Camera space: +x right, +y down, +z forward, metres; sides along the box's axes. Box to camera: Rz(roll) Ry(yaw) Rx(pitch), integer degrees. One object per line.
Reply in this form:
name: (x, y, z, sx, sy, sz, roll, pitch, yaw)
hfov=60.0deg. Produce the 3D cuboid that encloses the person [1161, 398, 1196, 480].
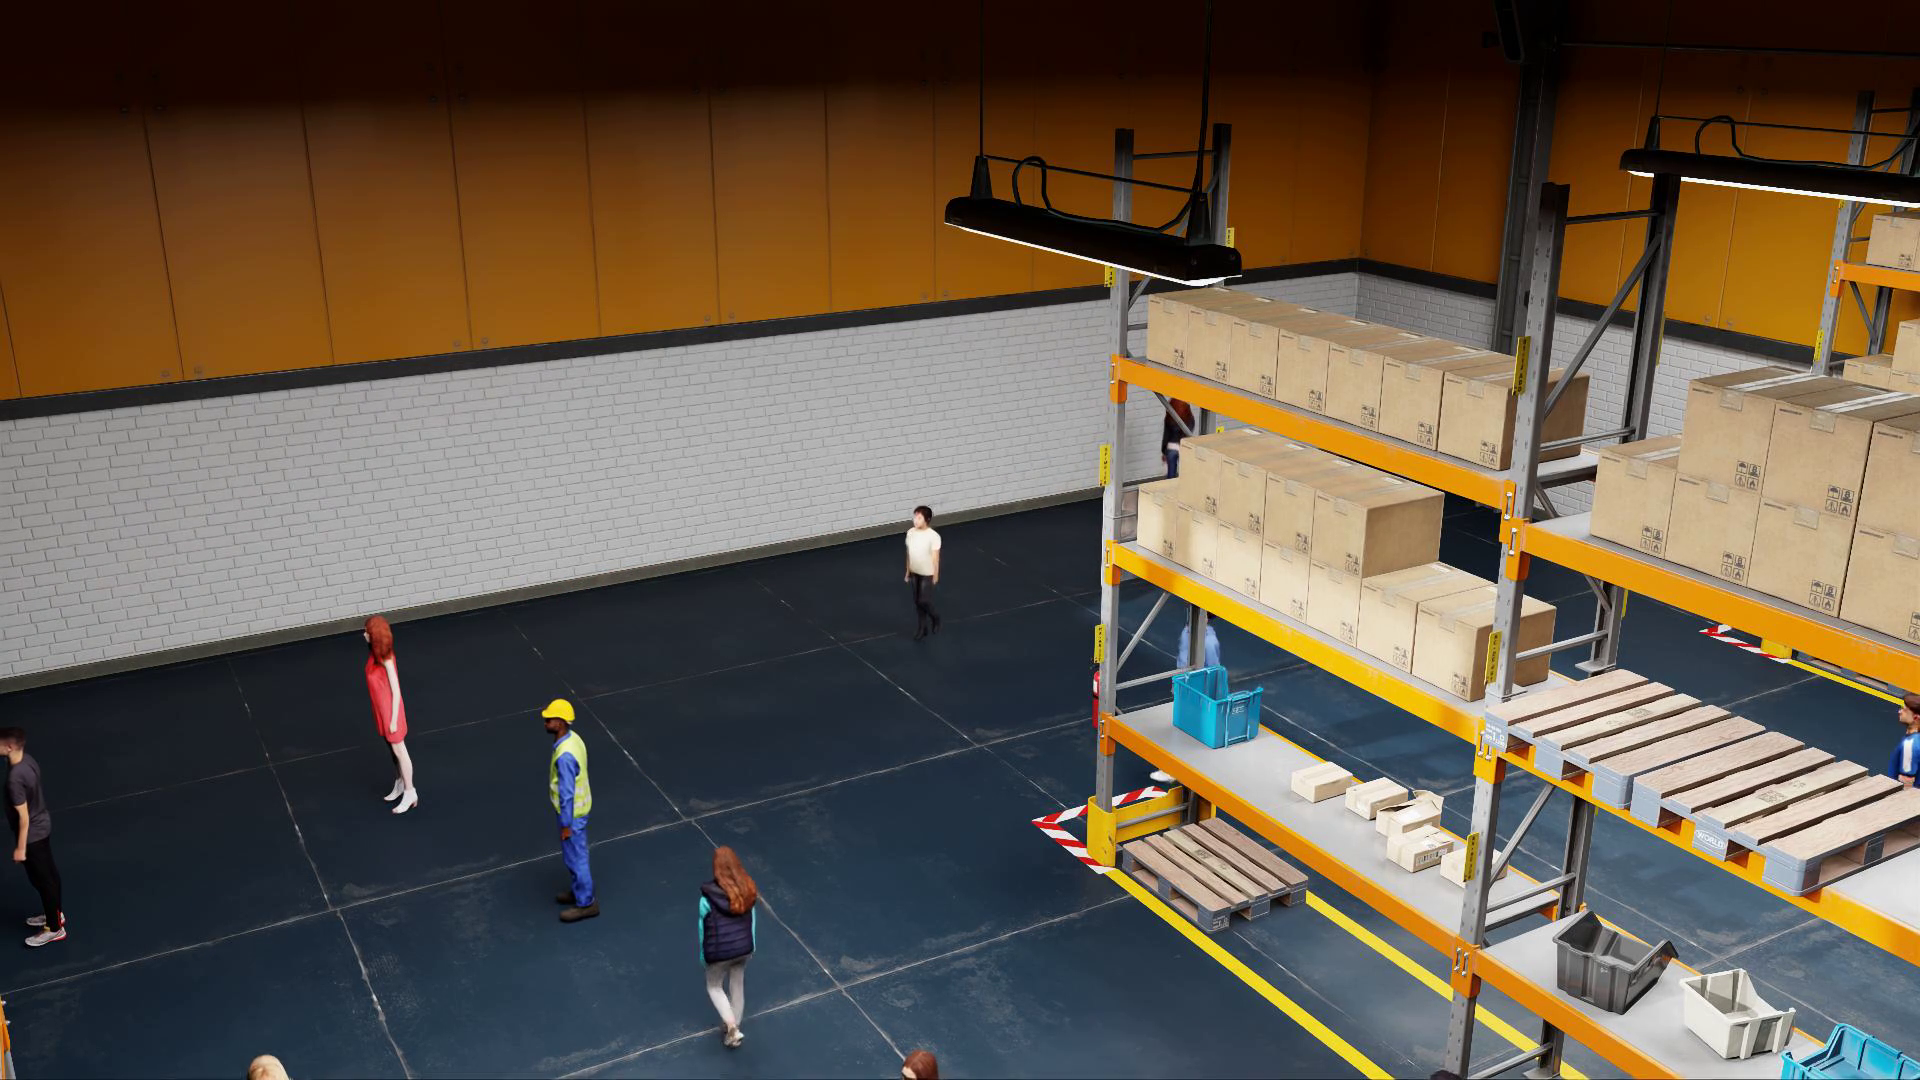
person: (2.943, -1.108, 22.583, 1.014, 1.751, 1.096, 4, 19, 13)

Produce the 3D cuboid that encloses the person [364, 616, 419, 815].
person: (-5.025, 1.521, 14.661, 0.660, 1.826, 0.453, -12, 22, -31)

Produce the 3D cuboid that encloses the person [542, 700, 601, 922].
person: (-3.031, 2.089, 12.996, 0.800, 1.812, 0.630, -4, 19, -11)

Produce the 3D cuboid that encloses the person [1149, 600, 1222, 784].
person: (2.260, 1.351, 15.235, 0.850, 1.782, 1.029, -7, 20, -21)

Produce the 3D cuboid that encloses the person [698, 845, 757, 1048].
person: (-1.554, 2.823, 11.326, 0.566, 1.486, 0.624, -11, 22, -30)

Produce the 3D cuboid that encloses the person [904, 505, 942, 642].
person: (-0.374, 0.354, 18.511, 0.661, 1.580, 0.747, 15, 24, 38)

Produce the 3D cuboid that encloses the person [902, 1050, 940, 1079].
person: (-0.184, 3.490, 8.966, 0.553, 1.728, 0.690, 15, 24, 38)

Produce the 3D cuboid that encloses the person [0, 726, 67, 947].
person: (-7.073, 2.226, 12.665, 0.723, 1.764, 0.525, -7, 20, -21)
